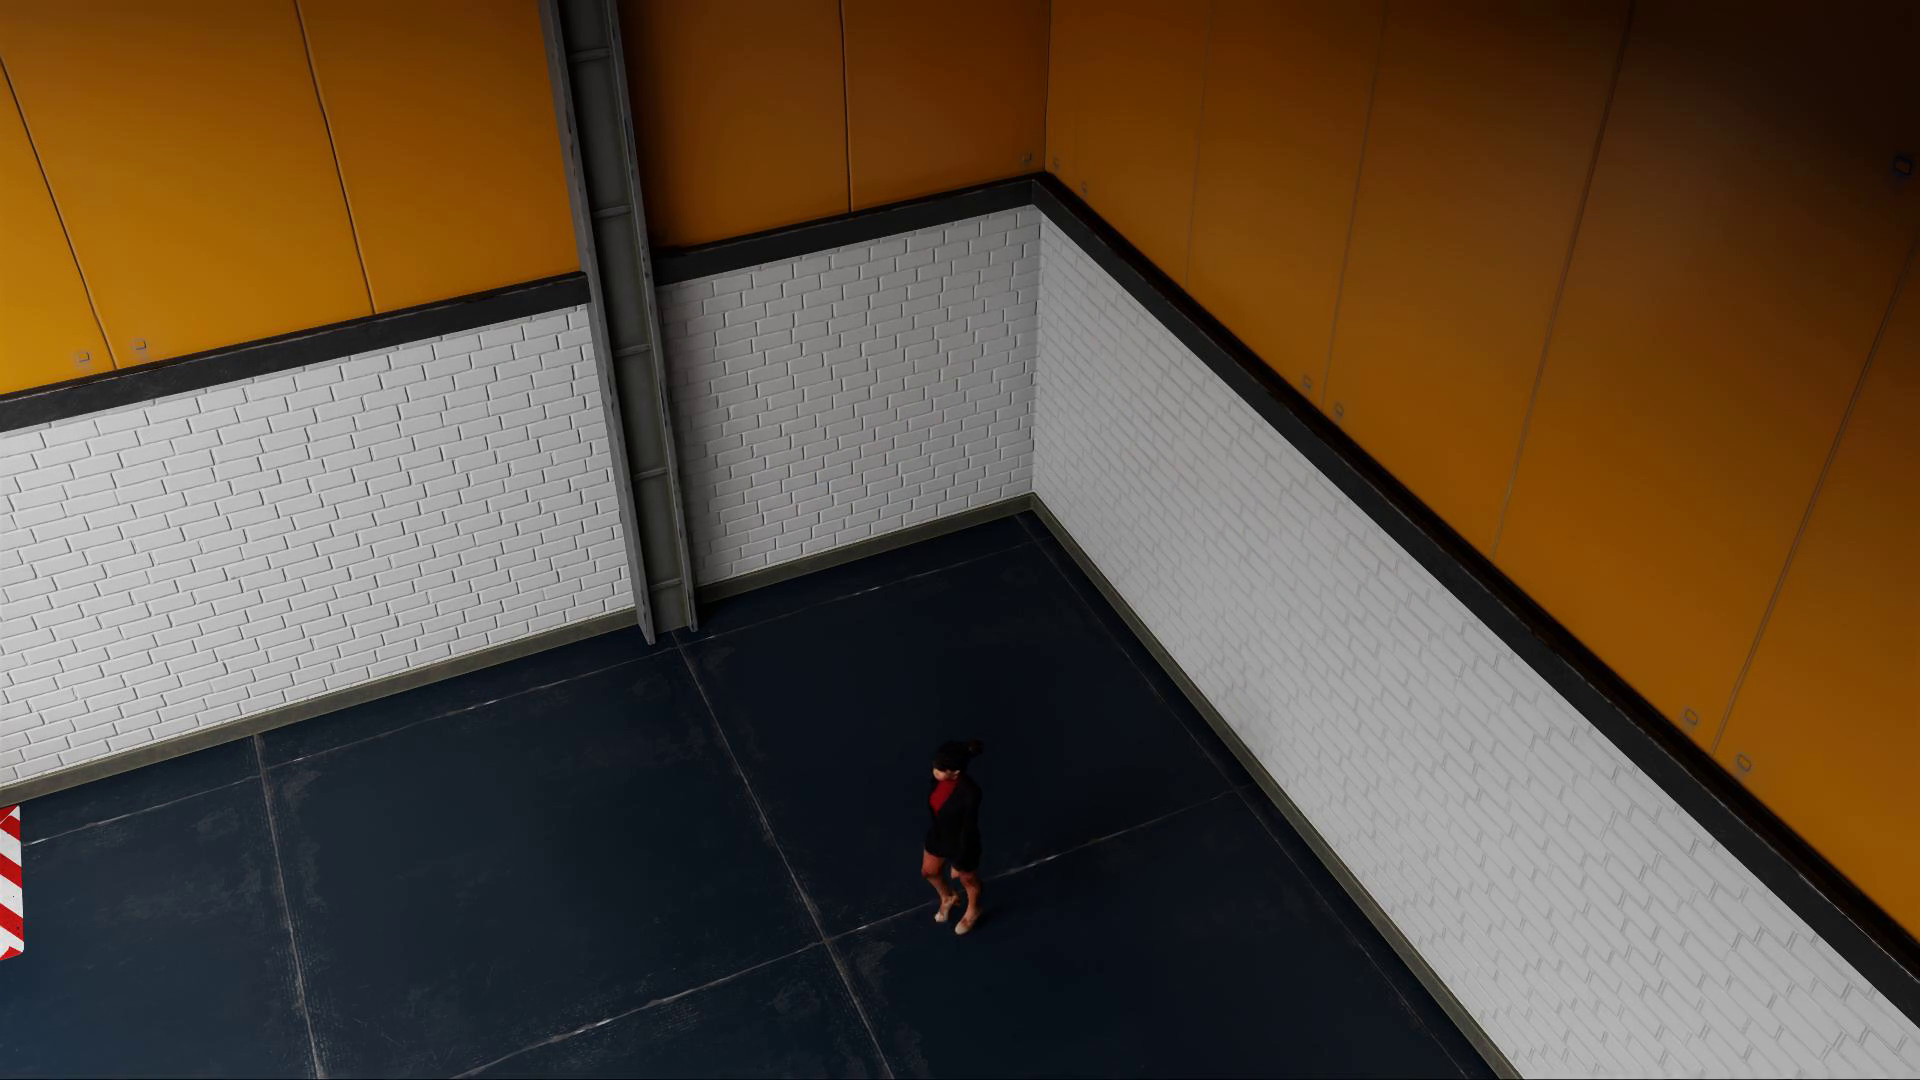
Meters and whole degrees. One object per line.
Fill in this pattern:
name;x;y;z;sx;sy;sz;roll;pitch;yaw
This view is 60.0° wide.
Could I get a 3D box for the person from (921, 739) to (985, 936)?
person;0.042;1.764;9.952;0.652;1.627;0.649;-26;46;-29
